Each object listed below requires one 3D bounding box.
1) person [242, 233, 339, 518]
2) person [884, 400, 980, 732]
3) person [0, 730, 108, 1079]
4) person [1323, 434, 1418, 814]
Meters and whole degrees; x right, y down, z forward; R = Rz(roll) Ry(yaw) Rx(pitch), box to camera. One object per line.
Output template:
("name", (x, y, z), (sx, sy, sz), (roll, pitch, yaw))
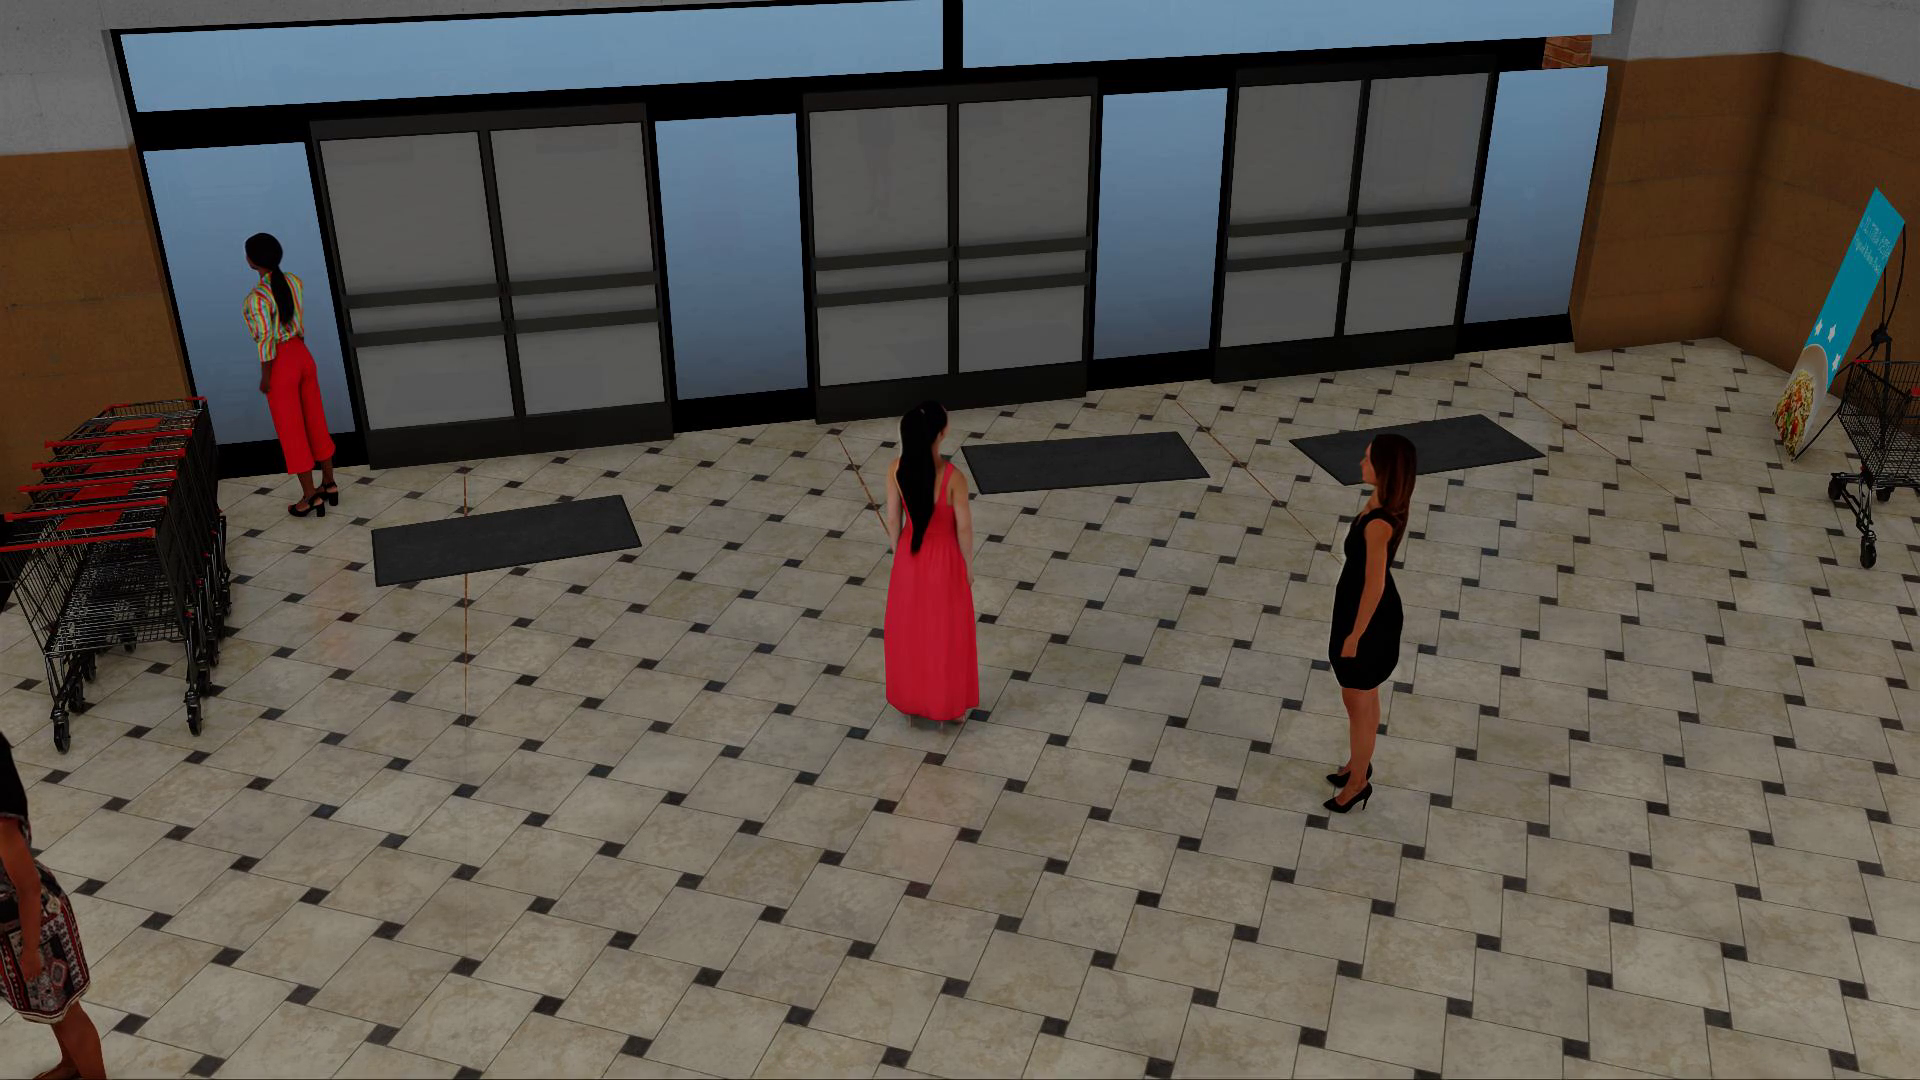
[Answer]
("person", (-4.067, -0.993, 10.084), (0.744, 1.792, 0.640), (8, 28, 15))
("person", (-0.143, 0.139, 7.922), (0.712, 1.727, 0.747), (10, 28, 18))
("person", (-3.215, 1.304, 5.716), (0.784, 1.645, 0.639), (-22, 34, -37))
("person", (1.791, 0.385, 7.319), (0.723, 1.835, 0.626), (8, 28, 16))
